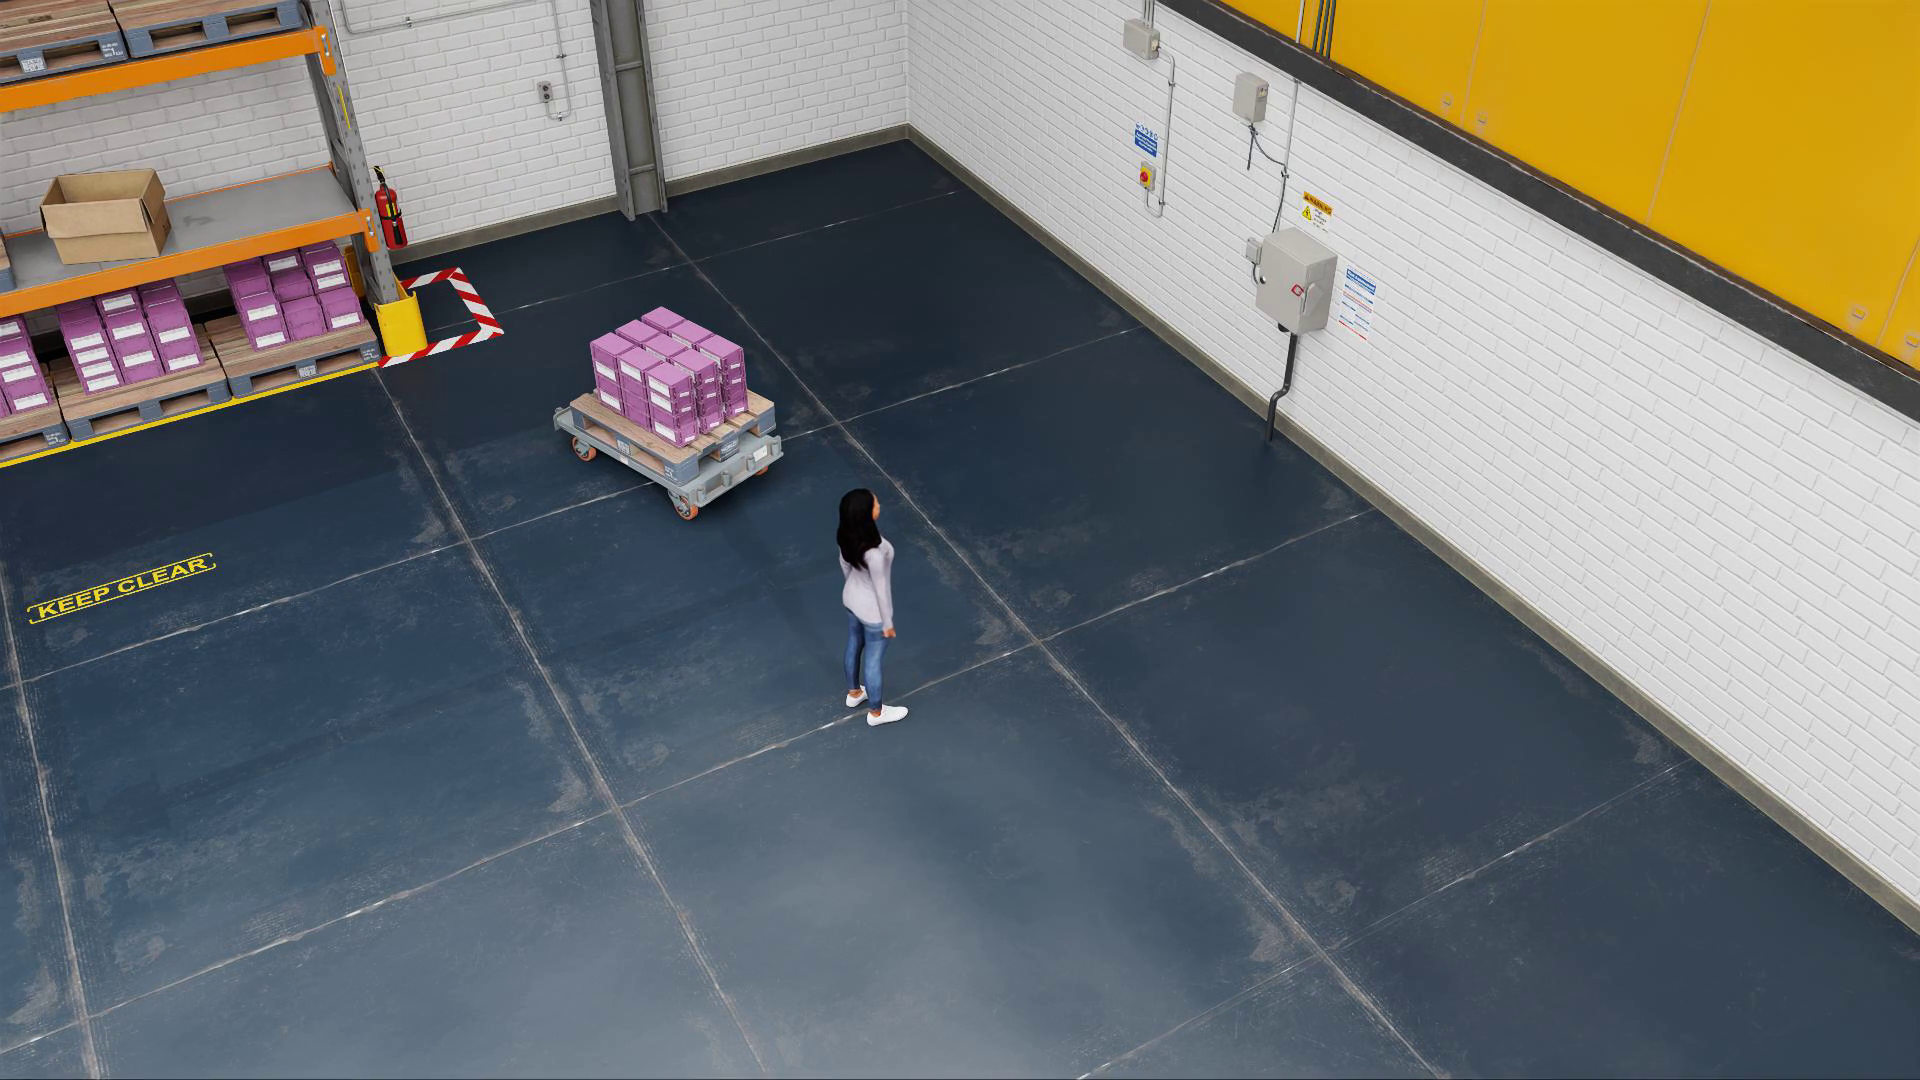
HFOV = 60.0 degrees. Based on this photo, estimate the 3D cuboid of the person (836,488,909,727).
[{"bbox_3d":[-0.582,0.407,10.182,0.542,1.735,0.619,-23,44,-27],"label":"person"}]
